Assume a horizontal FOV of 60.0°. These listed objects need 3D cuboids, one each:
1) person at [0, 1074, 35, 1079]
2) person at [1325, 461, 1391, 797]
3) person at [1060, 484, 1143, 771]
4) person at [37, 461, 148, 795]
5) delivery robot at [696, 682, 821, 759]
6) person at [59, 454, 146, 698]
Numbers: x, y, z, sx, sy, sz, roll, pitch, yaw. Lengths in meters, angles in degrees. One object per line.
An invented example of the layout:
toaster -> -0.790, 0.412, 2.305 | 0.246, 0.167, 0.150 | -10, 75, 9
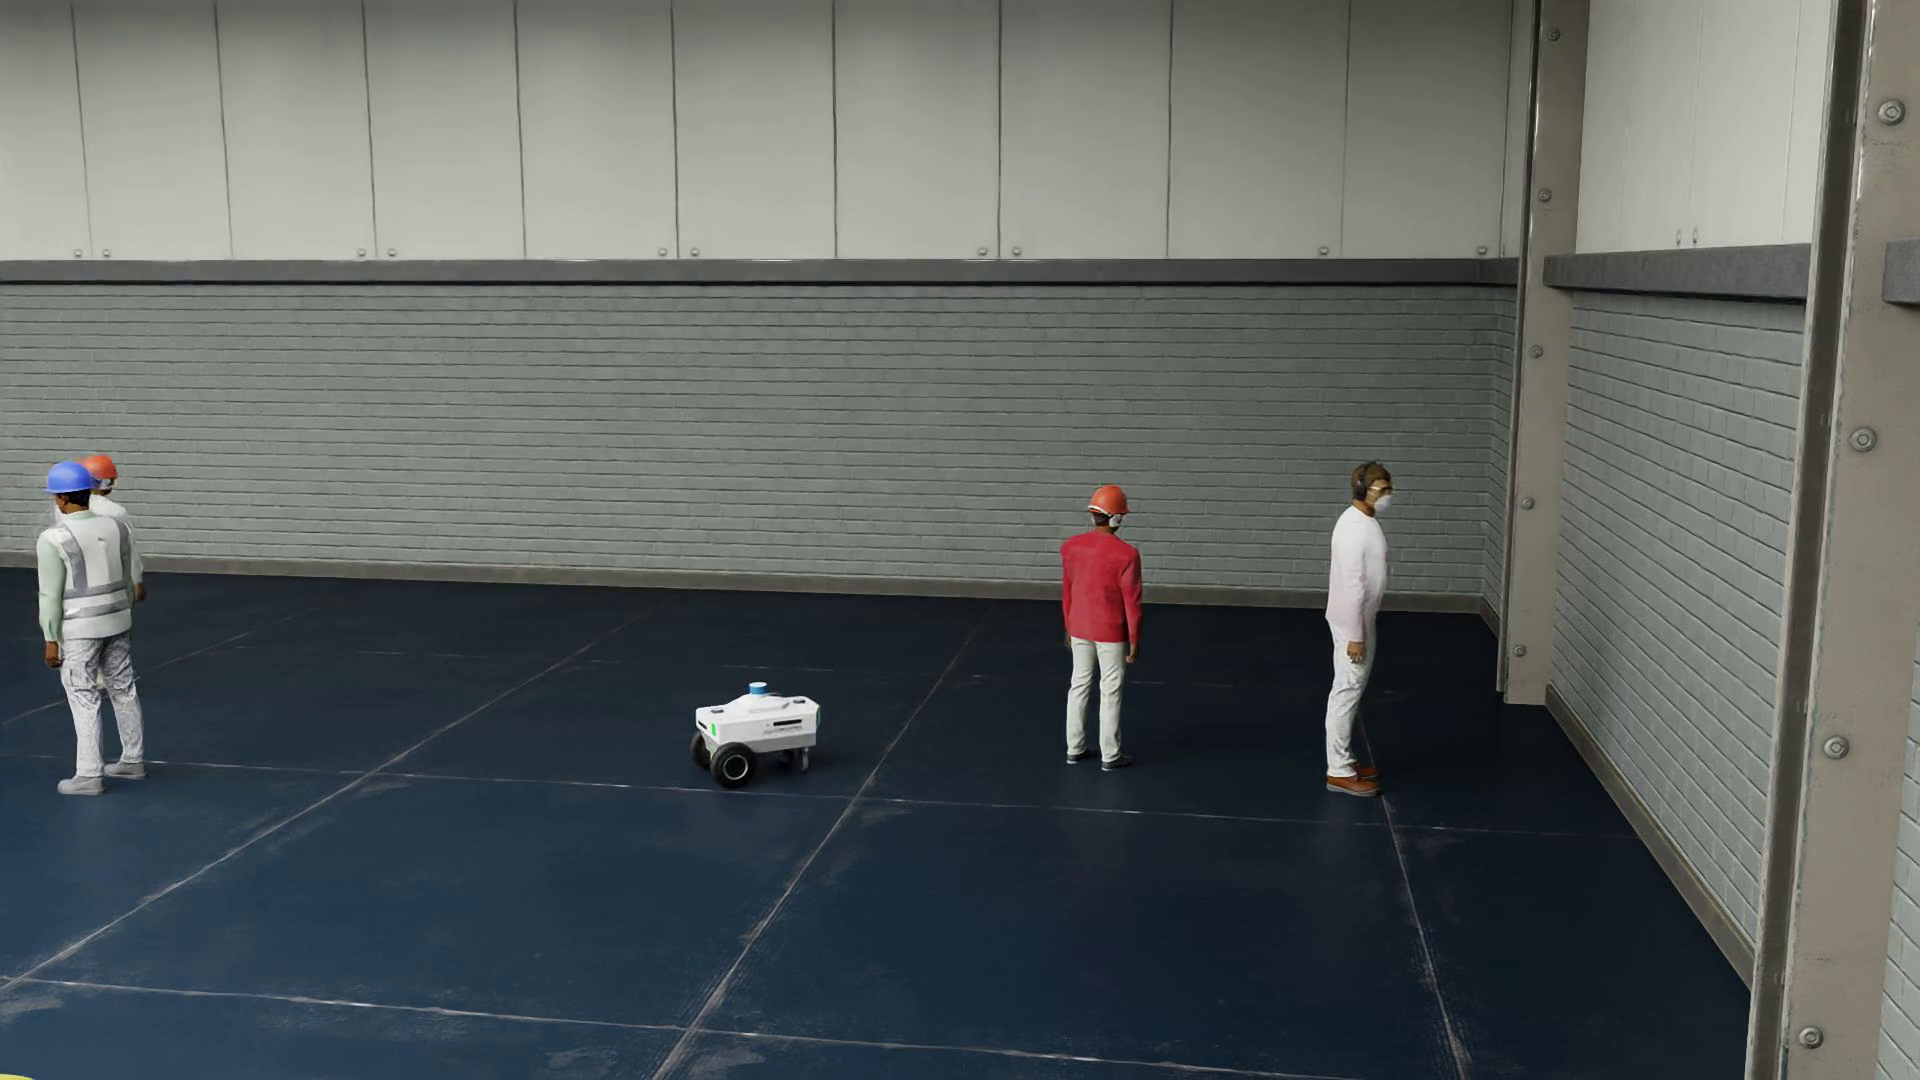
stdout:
person -> -1.521, 1.717, 2.752 | 0.308, 1.769, 0.525 | -8, 12, -39
person -> 2.321, 0.504, 9.711 | 0.366, 1.936, 0.630 | 3, 10, 17
person -> 0.870, 0.529, 10.128 | 0.574, 1.747, 0.339 | 7, 12, 38
person -> -5.087, 0.507, 9.703 | 0.425, 1.938, 0.603 | 3, 10, 20
delivery robot -> -1.205, 1.100, 9.992 | 0.707, 0.478, 0.477 | -4, 10, -25
person -> -6.068, 0.243, 11.930 | 0.597, 1.726, 0.701 | 4, 10, 21
